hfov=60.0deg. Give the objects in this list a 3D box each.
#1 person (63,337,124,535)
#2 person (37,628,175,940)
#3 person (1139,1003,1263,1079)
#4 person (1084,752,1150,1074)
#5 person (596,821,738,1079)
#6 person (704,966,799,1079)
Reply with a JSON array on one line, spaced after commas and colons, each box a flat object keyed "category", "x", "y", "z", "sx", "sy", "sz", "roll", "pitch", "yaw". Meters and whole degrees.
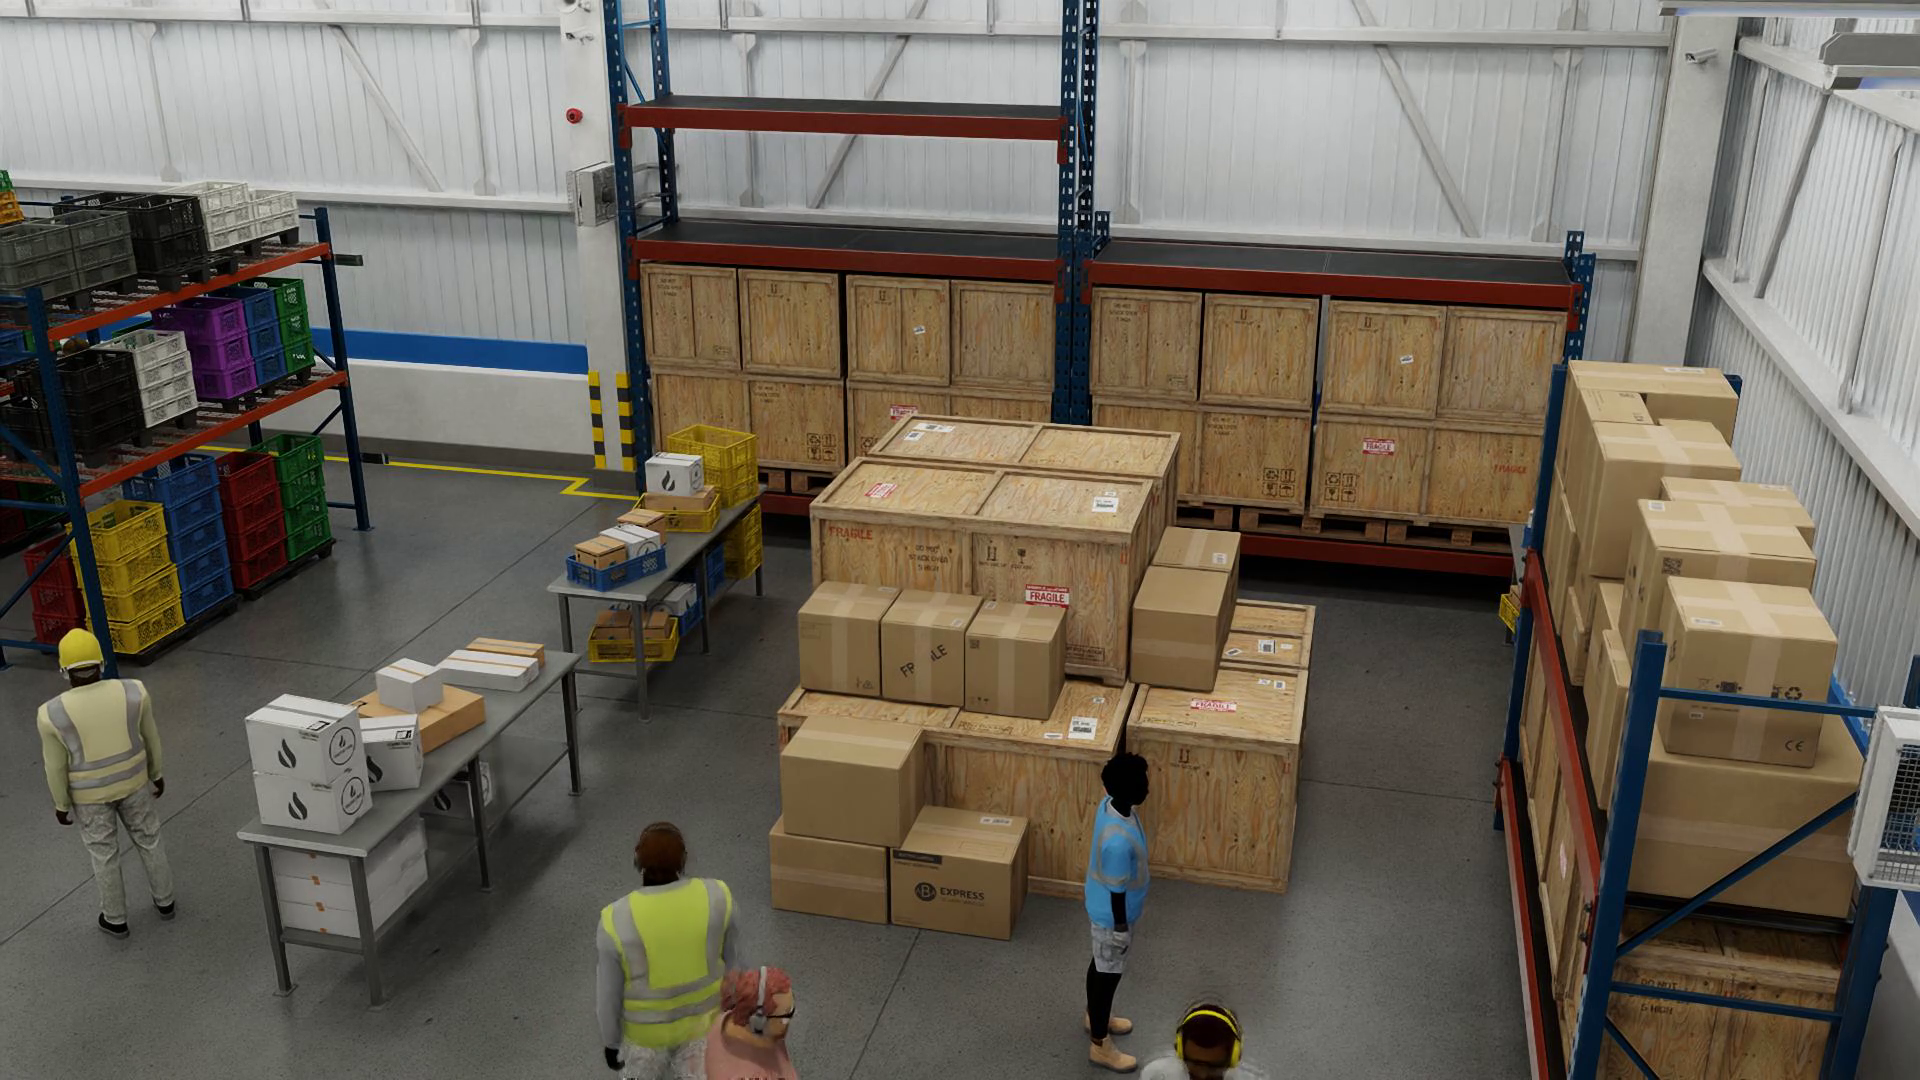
[{"category": "person", "x": -7.802, "y": -0.904, "z": 15.062, "sx": 0.627, "sy": 1.934, "sz": 0.372, "roll": 16, "pitch": 26, "yaw": 35}, {"category": "person", "x": -4.765, "y": 1.353, "z": 9.294, "sx": 0.594, "sy": 1.832, "sz": 0.403, "roll": -18, "pitch": 27, "yaw": -39}, {"category": "person", "x": 0.927, "y": 2.484, "z": 6.370, "sx": 0.482, "sy": 1.823, "sz": 0.993, "roll": 8, "pitch": 22, "yaw": 19}, {"category": "person", "x": 0.778, "y": 1.819, "z": 8.262, "sx": 0.318, "sy": 1.695, "sz": 0.539, "roll": 1, "pitch": 21, "yaw": 2}, {"category": "person", "x": -1.286, "y": 2.109, "z": 7.386, "sx": 0.644, "sy": 1.821, "sz": 0.510, "roll": -9, "pitch": 23, "yaw": -23}, {"category": "person", "x": -0.651, "y": 2.449, "z": 6.410, "sx": 1.012, "sy": 1.844, "sz": 0.646, "roll": -4, "pitch": 21, "yaw": -11}]
